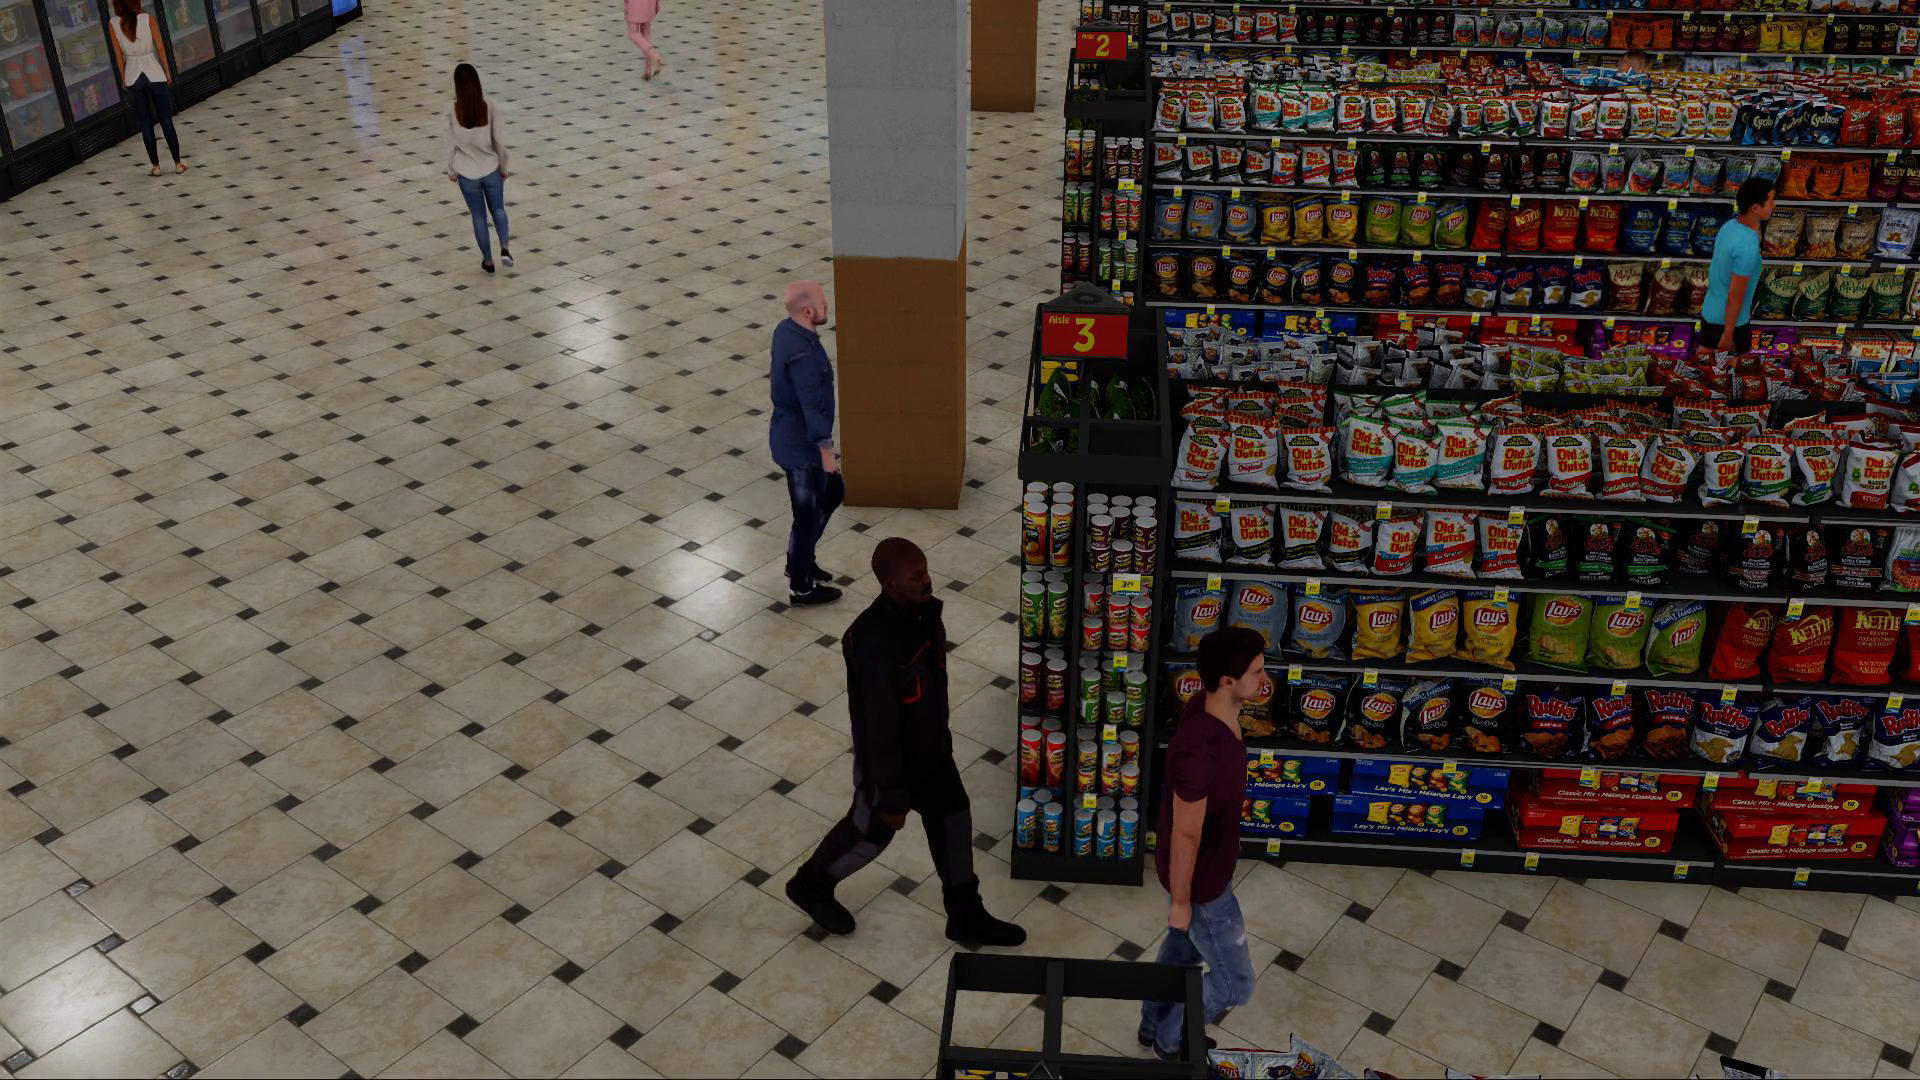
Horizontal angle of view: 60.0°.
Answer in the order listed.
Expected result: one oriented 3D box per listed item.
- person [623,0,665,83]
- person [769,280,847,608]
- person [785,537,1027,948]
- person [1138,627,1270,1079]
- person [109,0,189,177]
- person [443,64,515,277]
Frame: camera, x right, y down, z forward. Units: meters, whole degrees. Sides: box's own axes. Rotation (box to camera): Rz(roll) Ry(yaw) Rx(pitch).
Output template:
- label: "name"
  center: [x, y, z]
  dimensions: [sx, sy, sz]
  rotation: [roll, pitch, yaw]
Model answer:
- label: "person"
  center: [-3.580, -6.074, 18.867]
  dimensions: [0.892, 1.784, 0.954]
  rotation: [-22, 35, -34]
- label: "person"
  center: [-0.864, -0.460, 8.557]
  dimensions: [0.792, 1.812, 0.832]
  rotation: [-8, 30, -14]
- label: "person"
  center: [-0.328, 0.787, 6.288]
  dimensions: [1.292, 1.797, 0.925]
  rotation: [10, 30, 17]
- label: "person"
  center: [0.738, 1.095, 5.684]
  dimensions: [0.685, 1.835, 0.723]
  rotation: [7, 29, 13]
- label: "person"
  center: [-7.680, -4.339, 15.687]
  dimensions: [0.625, 1.786, 0.728]
  rotation: [-12, 31, -21]
- label: "person"
  center: [-3.783, -2.882, 13.130]
  dimensions: [0.741, 1.681, 0.815]
  rotation: [-13, 31, -22]
